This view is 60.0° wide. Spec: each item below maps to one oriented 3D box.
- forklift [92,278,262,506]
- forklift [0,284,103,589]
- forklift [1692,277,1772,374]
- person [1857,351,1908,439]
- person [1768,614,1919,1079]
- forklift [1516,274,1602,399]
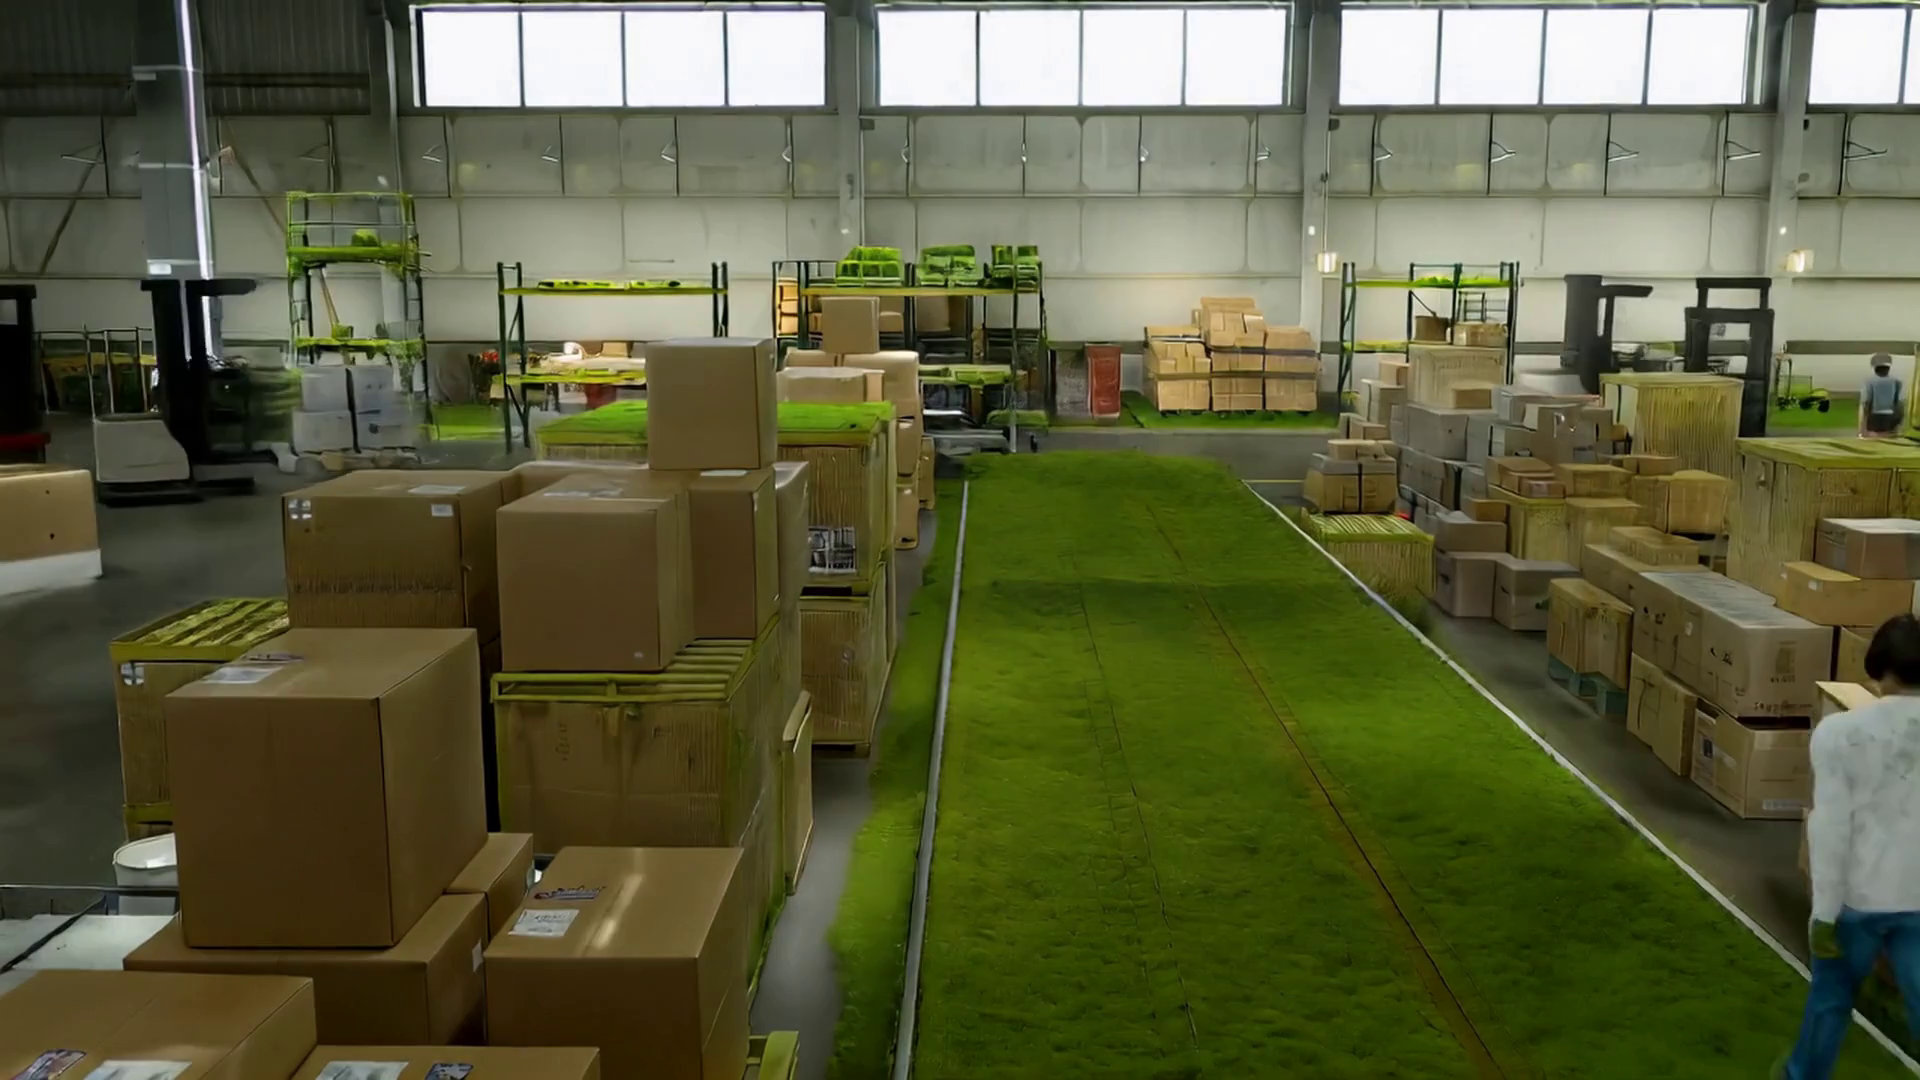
[{"bbox_3d":[-10.024,-1.920,21.135,1.873,2.768,1.129,-5,11,-27],"label":"forklift"},{"bbox_3d":[-9.182,-1.025,15.774,1.873,2.768,1.129,7,12,38],"label":"forklift"},{"bbox_3d":[10.516,-2.201,22.820,1.129,2.768,1.873,5,11,26],"label":"forklift"},{"bbox_3d":[11.623,-1.422,21.007,0.560,1.921,0.495,4,10,24],"label":"person"},{"bbox_3d":[3.129,1.187,5.538,0.650,1.887,1.032,0,9,1],"label":"person"},{"bbox_3d":[10.881,-3.281,29.289,1.873,2.768,1.129,0,9,1],"label":"forklift"}]
